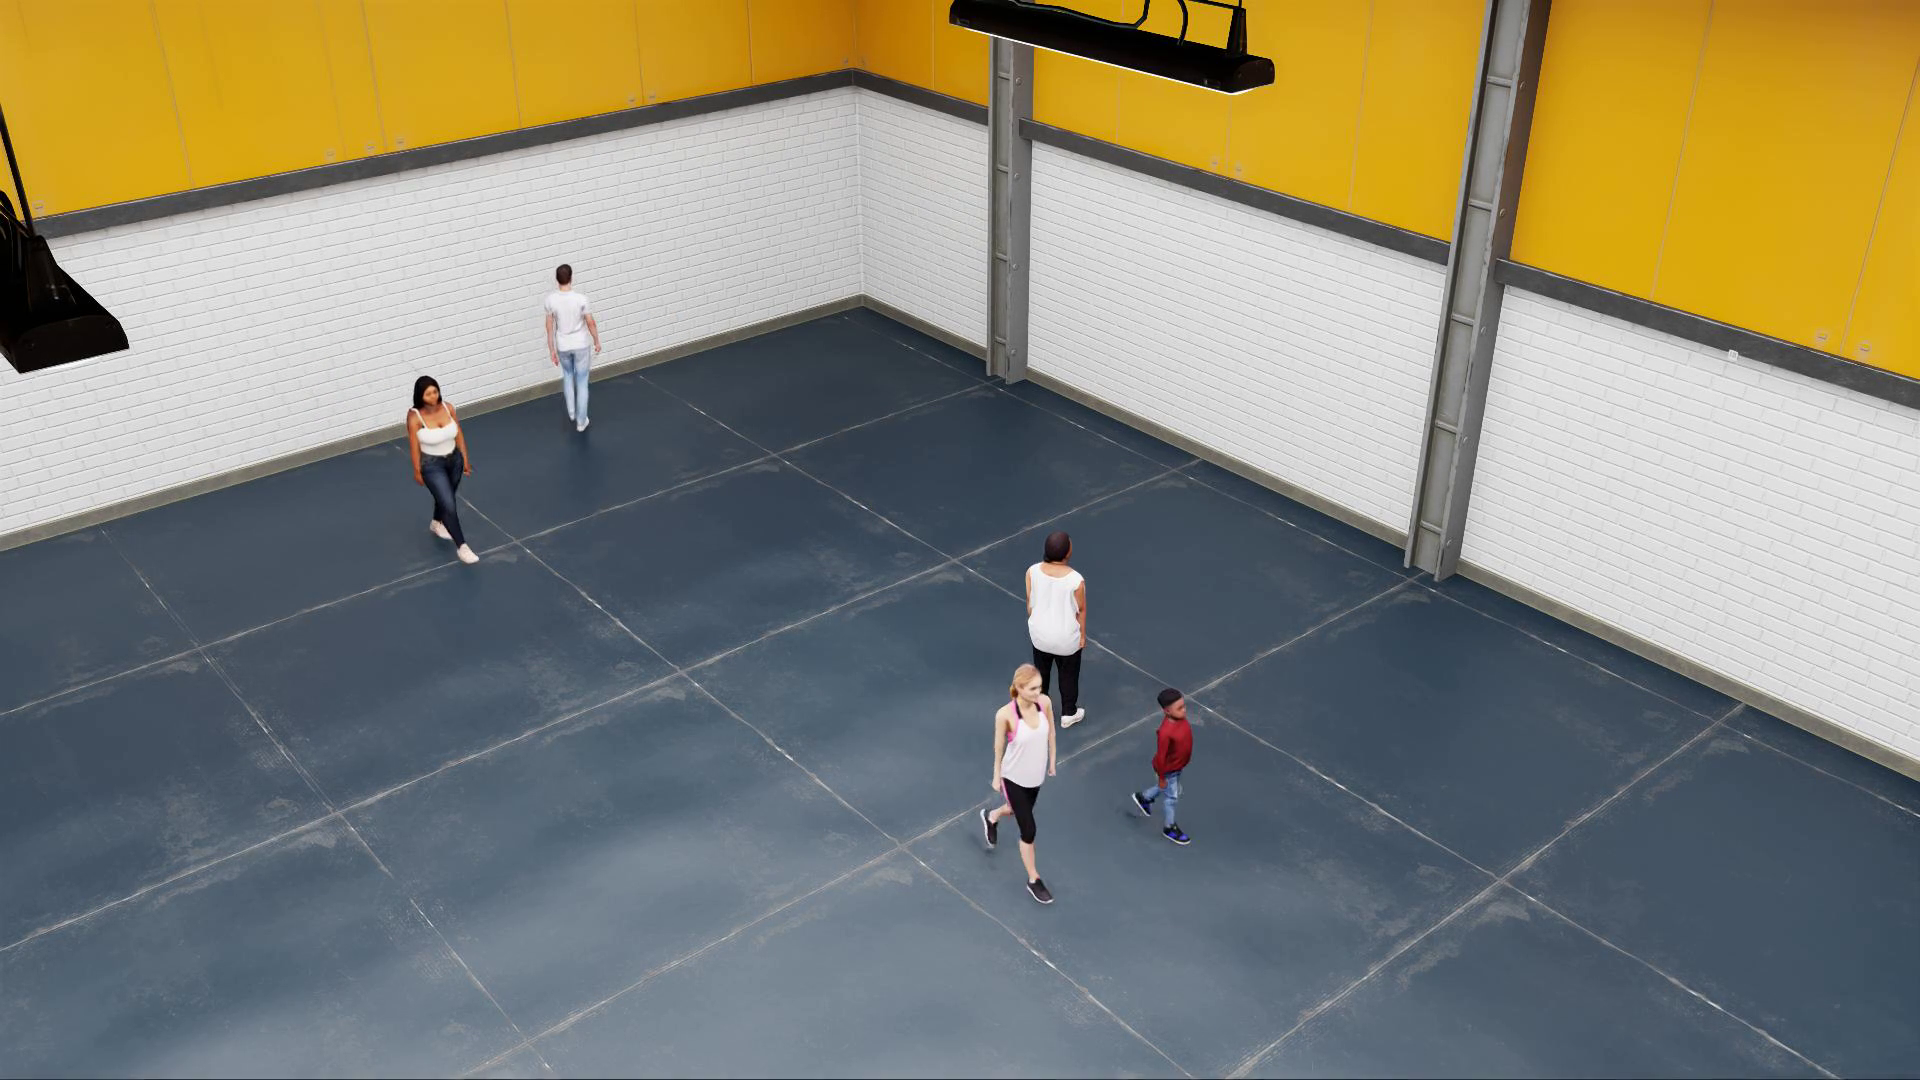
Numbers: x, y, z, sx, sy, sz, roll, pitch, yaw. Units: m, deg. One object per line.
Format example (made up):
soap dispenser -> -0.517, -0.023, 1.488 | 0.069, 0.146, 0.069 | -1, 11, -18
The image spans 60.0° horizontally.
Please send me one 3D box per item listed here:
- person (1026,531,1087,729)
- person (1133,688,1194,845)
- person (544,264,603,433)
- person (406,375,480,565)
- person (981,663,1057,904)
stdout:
person -> 0.764, 0.681, 13.052 | 0.665, 1.688, 0.799 | 15, 32, 25
person -> 1.453, 1.576, 11.876 | 0.792, 1.243, 0.645 | 16, 32, 26
person -> -4.171, -2.028, 17.867 | 0.830, 1.834, 0.888 | 1, 29, 2
person -> -4.885, -0.705, 15.510 | 1.171, 1.768, 0.730 | 25, 37, 38
person -> 0.384, 1.569, 11.353 | 0.733, 1.757, 1.157 | -17, 33, -28
